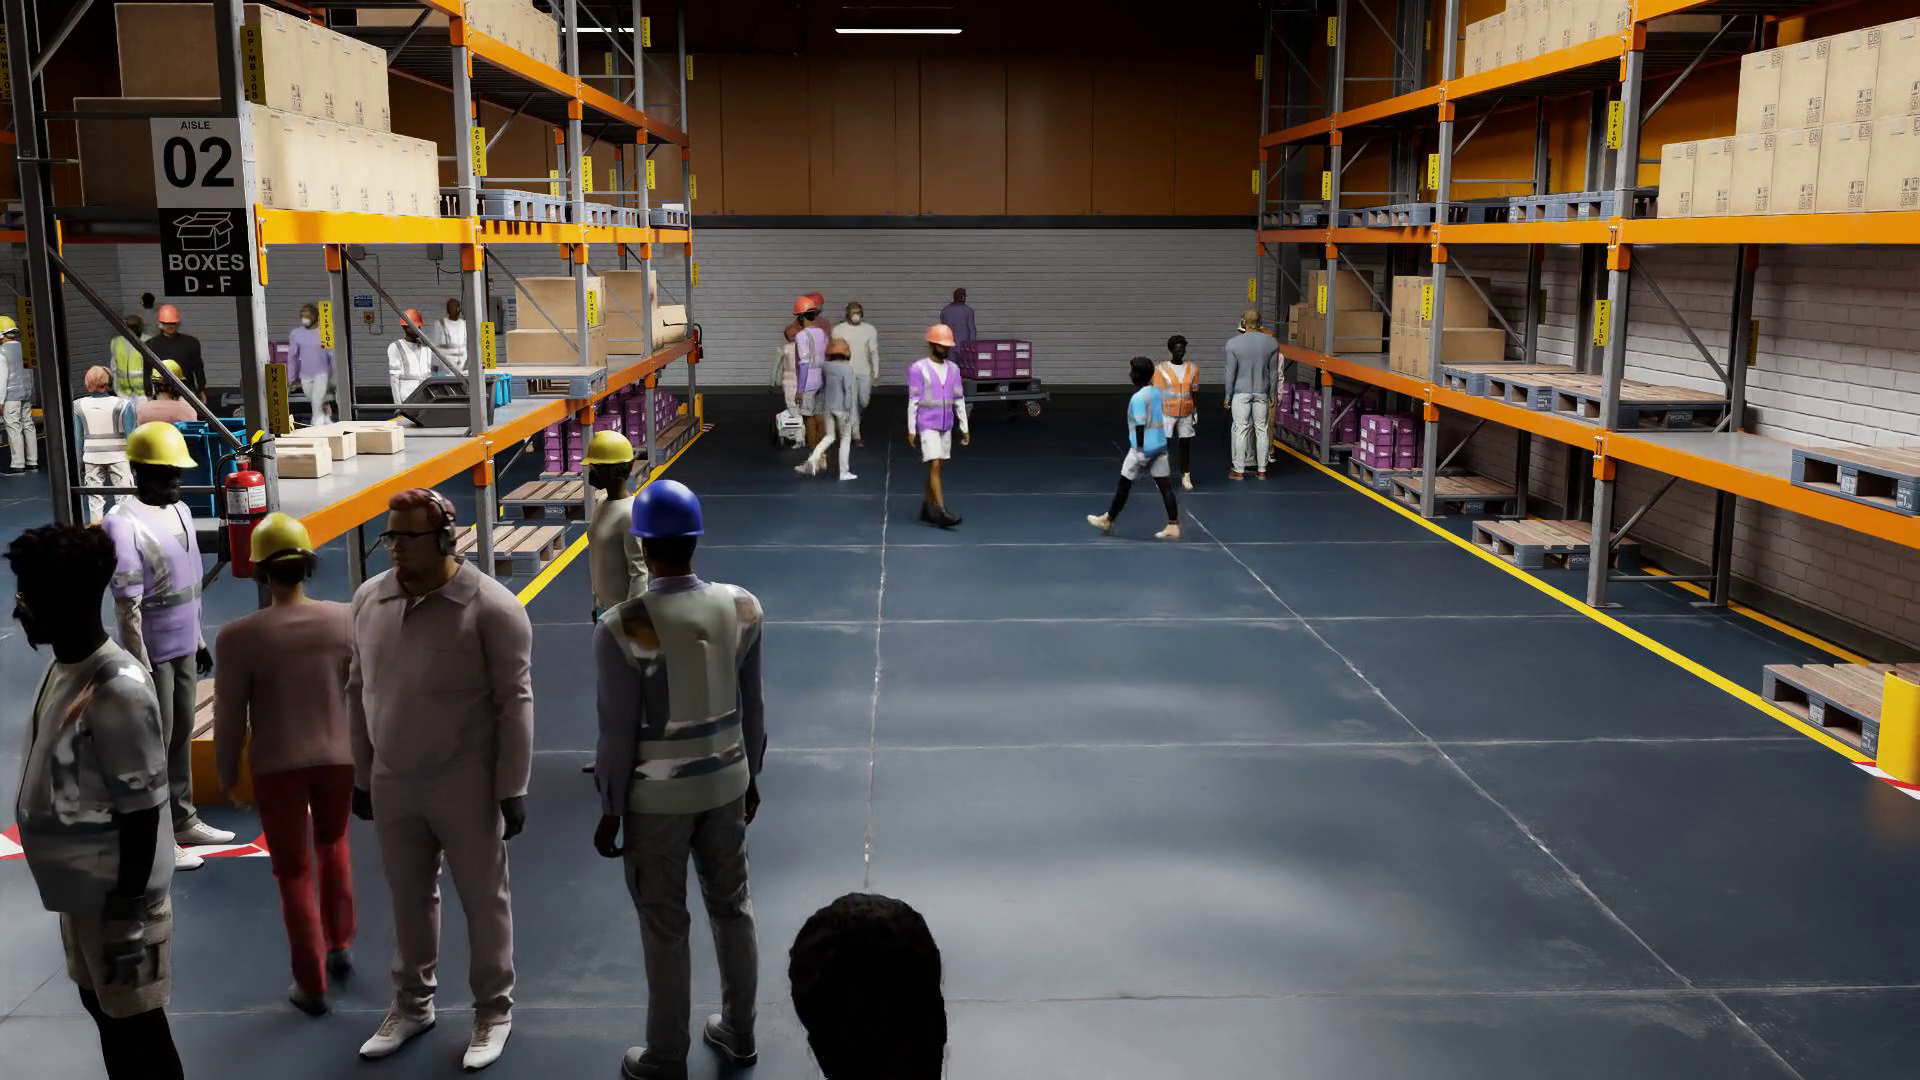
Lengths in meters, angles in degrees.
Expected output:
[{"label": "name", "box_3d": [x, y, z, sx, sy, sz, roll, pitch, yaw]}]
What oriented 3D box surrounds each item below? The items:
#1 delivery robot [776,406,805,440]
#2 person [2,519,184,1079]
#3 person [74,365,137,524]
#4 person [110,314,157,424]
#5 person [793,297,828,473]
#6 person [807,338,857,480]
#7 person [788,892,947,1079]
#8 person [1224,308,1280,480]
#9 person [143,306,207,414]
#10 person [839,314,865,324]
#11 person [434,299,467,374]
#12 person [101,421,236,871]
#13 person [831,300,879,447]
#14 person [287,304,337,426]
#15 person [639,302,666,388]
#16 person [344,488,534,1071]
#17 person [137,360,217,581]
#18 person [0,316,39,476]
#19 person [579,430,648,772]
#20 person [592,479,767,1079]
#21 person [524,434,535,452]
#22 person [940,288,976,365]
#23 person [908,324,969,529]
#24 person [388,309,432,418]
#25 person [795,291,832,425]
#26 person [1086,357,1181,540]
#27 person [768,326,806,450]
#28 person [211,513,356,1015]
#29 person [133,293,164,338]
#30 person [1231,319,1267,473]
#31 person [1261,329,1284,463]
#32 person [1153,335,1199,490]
[{"label": "delivery robot", "box_3d": [-2.218, -1.522, 21.705, 0.477, 0.478, 0.707, -2, 10, -10]}, {"label": "person", "box_3d": [-2.317, 0.911, 4.476, 0.368, 1.967, 0.602, -9, 14, -42]}, {"label": "person", "box_3d": [-7.229, -0.656, 14.107, 0.514, 1.645, 0.308, -2, 10, -11]}, {"label": "person", "box_3d": [-9.927, -1.819, 20.092, 0.627, 1.819, 0.502, 0, 10, -3]}, {"label": "person", "box_3d": [-1.771, -1.797, 19.357, 0.390, 2.039, 0.612, 4, 11, 20]}, {"label": "person", "box_3d": [-1.420, -1.449, 18.592, 0.510, 1.612, 0.606, 8, 13, 38]}, {"label": "person", "box_3d": [-0.123, 1.399, 2.040, 0.609, 1.862, 0.597, 4, 11, 20]}, {"label": "person", "box_3d": [3.270, -1.632, 18.738, 0.628, 1.935, 0.373, -1, 10, -7]}, {"label": "person", "box_3d": [-8.850, -1.655, 18.784, 0.659, 1.950, 0.979, -6, 12, -29]}, {"label": "person", "box_3d": [-1.822, -3.200, 28.305, 0.503, 1.632, 0.274, 1, 10, 6]}, {"label": "person", "box_3d": [-7.614, -2.709, 25.049, 1.003, 1.832, 0.587, 8, 13, 39]}, {"label": "person", "box_3d": [-3.421, 0.448, 7.175, 0.368, 1.926, 0.587, 0, 10, 0]}, {"label": "person", "box_3d": [-1.396, -2.216, 22.038, 0.633, 1.919, 0.809, -3, 11, -17]}, {"label": "person", "box_3d": [-8.365, -2.110, 21.561, 0.650, 1.886, 1.044, 1, 10, 8]}, {"label": "person", "box_3d": [-4.631, -2.735, 24.868, 0.368, 1.939, 0.542, 9, 14, 42]}, {"label": "person", "box_3d": [-1.706, 0.775, 5.404, 0.642, 1.909, 0.401, 3, 11, 15]}, {"label": "person", "box_3d": [-6.160, -0.524, 13.032, 0.526, 1.769, 0.330, 2, 10, 12]}, {"label": "person", "box_3d": [-10.911, -1.656, 19.149, 0.403, 1.835, 0.586, 1, 10, 6]}, {"label": "person", "box_3d": [-1.698, 0.339, 8.226, 0.313, 1.769, 0.525, -7, 12, -33]}, {"label": "person", "box_3d": [-0.889, 0.777, 5.277, 0.615, 1.945, 0.406, -9, 14, -41]}, {"label": "person", "box_3d": [-5.400, -2.039, 21.287, 0.628, 1.837, 0.429, -7, 12, -34]}, {"label": "person", "box_3d": [-0.004, -3.285, 28.020, 0.652, 1.906, 0.402, 5, 11, 28]}, {"label": "person", "box_3d": [-0.157, -1.063, 15.642, 0.569, 1.902, 0.808, -8, 13, -36]}, {"label": "person", "box_3d": [-6.080, -1.601, 18.551, 0.379, 1.938, 0.547, 7, 12, 33]}, {"label": "person", "box_3d": [-2.133, -2.581, 23.932, 0.620, 1.974, 0.662, 5, 11, 27]}, {"label": "person", "box_3d": [1.628, -0.832, 15.062, 0.909, 1.640, 0.528, 7, 12, 35]}, {"label": "person", "box_3d": [-2.187, -1.994, 21.678, 0.534, 1.582, 0.882, -5, 11, -26]}, {"label": "person", "box_3d": [-2.328, 0.771, 5.861, 0.562, 1.748, 0.549, -8, 13, -38]}, {"label": "person", "box_3d": [-13.658, -3.243, 28.015, 0.588, 1.833, 0.650, -7, 13, -35]}, {"label": "person", "box_3d": [3.365, -1.698, 19.375, 0.403, 1.837, 0.591, -4, 11, -22]}, {"label": "person", "box_3d": [3.698, -1.747, 20.238, 0.496, 1.629, 0.277, -1, 10, -7]}, {"label": "person", "box_3d": [2.324, -1.368, 17.964, 0.533, 1.687, 0.320, -3, 10, -14]}]
